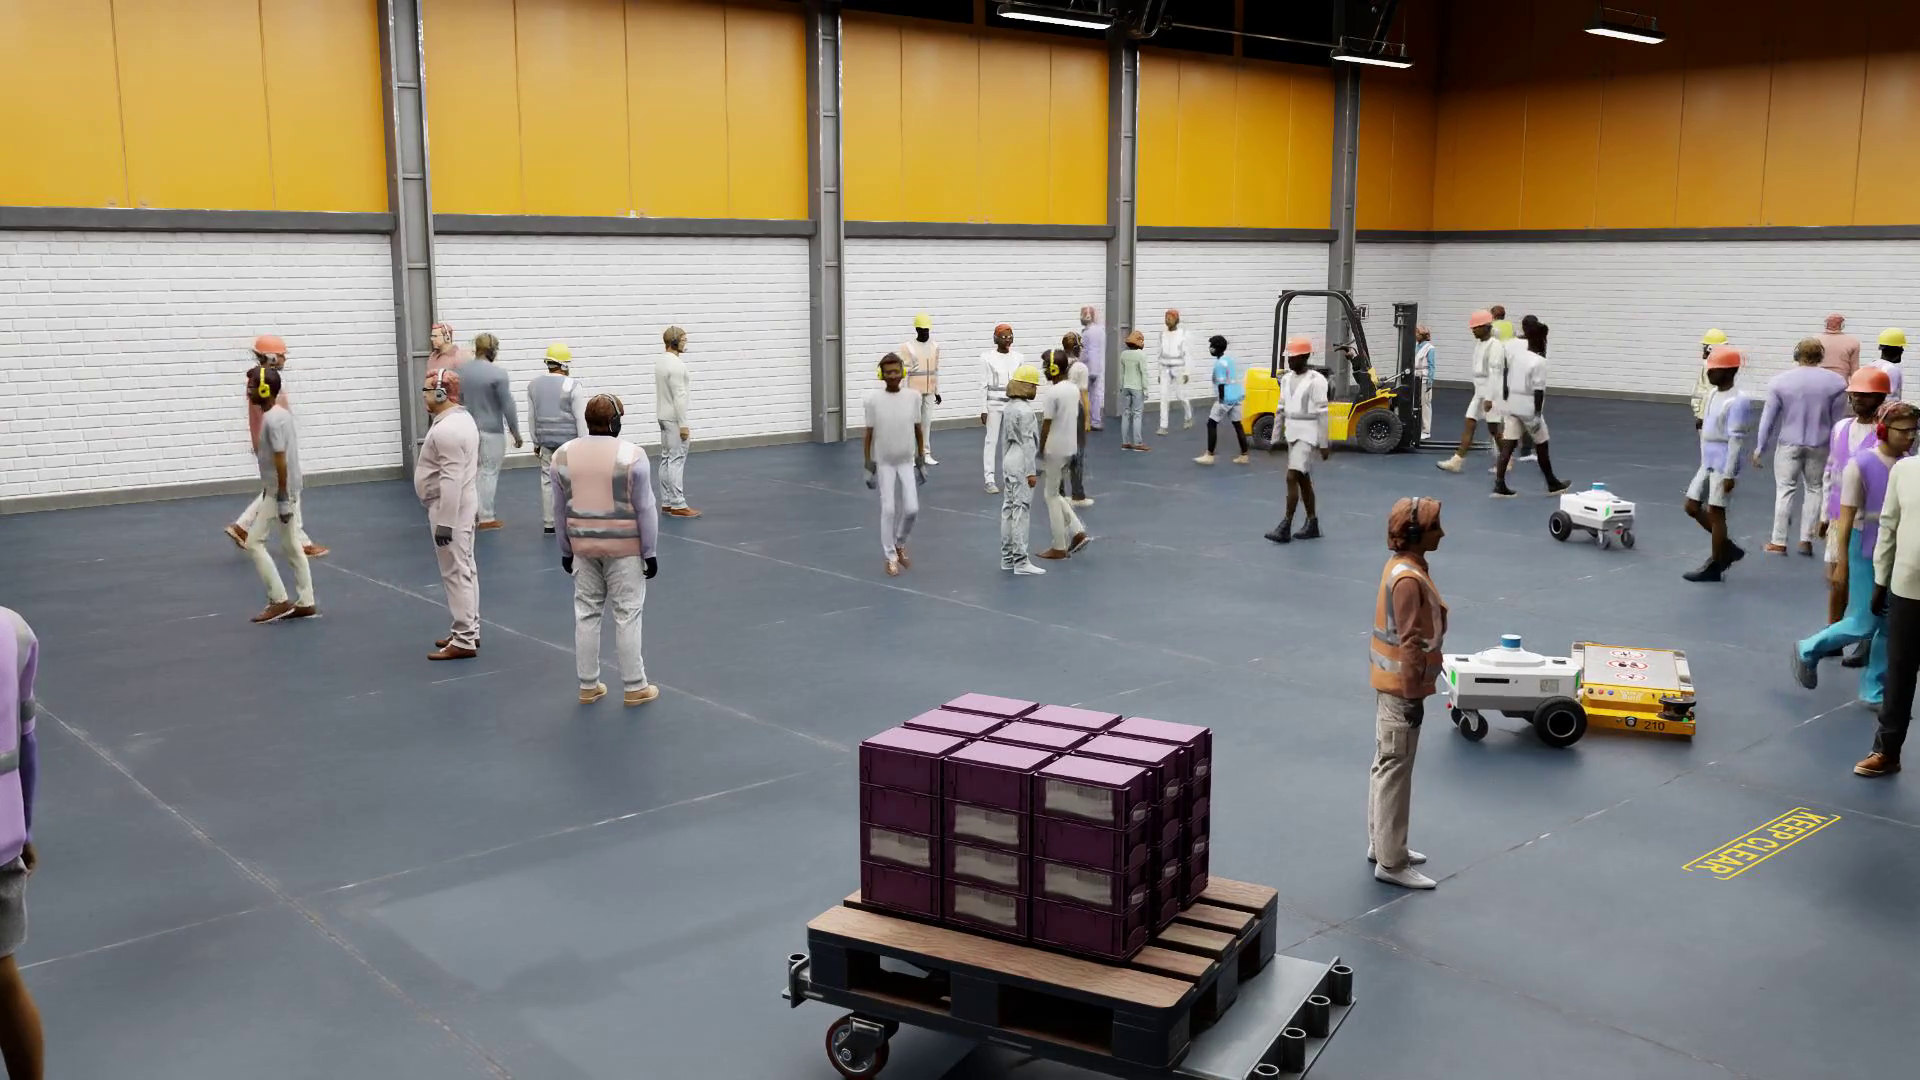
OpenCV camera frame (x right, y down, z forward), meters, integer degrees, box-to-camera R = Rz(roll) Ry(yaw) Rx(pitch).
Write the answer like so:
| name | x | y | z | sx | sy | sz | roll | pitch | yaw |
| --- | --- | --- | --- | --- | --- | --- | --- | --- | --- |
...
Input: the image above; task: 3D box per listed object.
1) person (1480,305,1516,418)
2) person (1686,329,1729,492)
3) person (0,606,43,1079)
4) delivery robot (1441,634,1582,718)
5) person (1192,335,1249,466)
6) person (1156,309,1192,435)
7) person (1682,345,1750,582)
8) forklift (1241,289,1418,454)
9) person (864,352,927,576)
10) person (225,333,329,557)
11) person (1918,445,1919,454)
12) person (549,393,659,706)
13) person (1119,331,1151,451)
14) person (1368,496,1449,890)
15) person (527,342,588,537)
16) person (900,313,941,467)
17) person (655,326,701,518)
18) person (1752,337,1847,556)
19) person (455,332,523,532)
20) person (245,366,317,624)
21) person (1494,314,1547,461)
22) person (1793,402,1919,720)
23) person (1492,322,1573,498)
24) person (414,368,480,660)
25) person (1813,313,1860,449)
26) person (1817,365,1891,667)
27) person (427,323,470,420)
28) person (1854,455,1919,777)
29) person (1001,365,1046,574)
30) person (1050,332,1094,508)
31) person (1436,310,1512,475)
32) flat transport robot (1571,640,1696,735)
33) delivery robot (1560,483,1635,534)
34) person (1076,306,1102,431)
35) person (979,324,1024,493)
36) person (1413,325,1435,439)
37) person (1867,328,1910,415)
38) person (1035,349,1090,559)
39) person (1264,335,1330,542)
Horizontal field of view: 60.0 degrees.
| name | x | y | z | sx | sy | sz | roll | pitch | yaw |
| --- | --- | --- | --- | --- | --- | --- | --- | --- | --- |
| person | 8.706 | -2.882 | 27.003 | 0.632 | 1.840 | 0.429 | -6 | 11 | -32 |
| person | 8.325 | -1.420 | 18.459 | 0.403 | 1.835 | 0.586 | 9 | 13 | 42 |
| person | -2.803 | 0.853 | 4.597 | 0.408 | 2.029 | 0.620 | 1 | 10 | 7 |
| delivery robot | 3.016 | 0.764 | 9.139 | 0.707 | 0.478 | 0.477 | 1 | 10 | 7 |
| person | 3.333 | -1.748 | 20.937 | 0.619 | 1.650 | 0.611 | 5 | 11 | 28 |
| person | 3.192 | -2.507 | 24.727 | 0.579 | 1.866 | 0.802 | 6 | 11 | 30 |
| person | 6.121 | -0.607 | 13.419 | 0.423 | 1.927 | 0.563 | 0 | 10 | 0 |
| forklift | 5.034 | -2.339 | 22.783 | 2.313 | 2.155 | 1.214 | 3 | 10 | 16 |
| person | -0.535 | -0.623 | 13.737 | 0.543 | 1.854 | 0.383 | -2 | 10 | -13 |
| person | -5.980 | -0.809 | 14.458 | 0.756 | 1.975 | 0.635 | -6 | 11 | -30 |
| person | 12.448 | -1.729 | 20.967 | 0.844 | 1.593 | 0.506 | -4 | 11 | -23 |
| person | -2.060 | 0.060 | 9.767 | 0.633 | 1.842 | 0.429 | 2 | 10 | 13 |
| person | 2.371 | -2.025 | 22.585 | 0.287 | 1.633 | 0.497 | -8 | 12 | -39 |
| person | 1.882 | 0.629 | 7.024 | 0.310 | 1.642 | 0.514 | 2 | 10 | 10 |
| person | -3.743 | -0.932 | 15.603 | 0.603 | 1.830 | 0.404 | 3 | 10 | 19 |
| person | -0.476 | -1.887 | 20.920 | 0.591 | 1.926 | 0.386 | -7 | 12 | -37 |
| person | -2.877 | -1.191 | 16.811 | 0.372 | 1.940 | 0.629 | -5 | 11 | -27 |
| person | 7.371 | -0.813 | 14.635 | 0.719 | 1.925 | 0.427 | 3 | 10 | 15 |
| person | -4.518 | -1.030 | 15.970 | 0.622 | 1.911 | 0.489 | 6 | 11 | 32 |
| person | -4.960 | -0.318 | 11.985 | 0.578 | 1.843 | 0.504 | -2 | 10 | -9 |
| person | 7.198 | -1.940 | 21.329 | 0.613 | 1.893 | 0.616 | -7 | 12 | -36 |
| person | 5.258 | 0.099 | 9.630 | 0.569 | 1.821 | 0.633 | -4 | 10 | -21 |
| person | 6.250 | -1.410 | 18.140 | 0.994 | 1.911 | 0.633 | -4 | 10 | -21 |
| person | -3.364 | -0.172 | 10.936 | 0.409 | 1.906 | 0.652 | -1 | 10 | -8 |
| person | 11.269 | -1.982 | 21.578 | 0.697 | 1.898 | 0.428 | 5 | 11 | 27 |
| person | 5.789 | -0.154 | 10.733 | 0.352 | 1.942 | 0.545 | -4 | 11 | -24 |
| person | -5.644 | -1.426 | 18.280 | 0.652 | 1.906 | 0.402 | 7 | 12 | 36 |
| person | 4.831 | 0.244 | 8.240 | 0.383 | 1.996 | 0.609 | -7 | 12 | -37 |
| person | 0.527 | -0.586 | 13.863 | 0.310 | 1.736 | 0.484 | -4 | 10 | -20 |
| person | 1.172 | -1.263 | 17.505 | 0.505 | 1.846 | 0.346 | 9 | 13 | 43 |
| person | 6.252 | -1.765 | 20.039 | 0.928 | 1.984 | 0.681 | -2 | 10 | -9 |
| flat transport robot | 3.933 | 0.844 | 9.774 | 0.652 | 0.197 | 1.431 | 4 | 10 | 20 |
| delivery robot | 5.843 | -0.281 | 15.254 | 0.477 | 0.478 | 0.707 | -3 | 10 | -17 |
| person | 1.806 | -2.557 | 24.976 | 0.721 | 1.886 | 0.656 | 1 | 10 | 7 |
| person | 0.475 | -1.464 | 18.579 | 0.576 | 1.882 | 0.355 | -5 | 11 | -29 |
| person | 6.661 | -2.274 | 24.019 | 0.315 | 1.641 | 0.515 | -4 | 10 | -20 |
| person | 9.170 | -1.143 | 16.559 | 0.384 | 1.928 | 0.588 | 0 | 10 | 2 |
| person | 0.835 | -0.731 | 14.406 | 0.398 | 1.847 | 0.513 | 5 | 11 | 28 |
| person | 3.043 | -0.930 | 15.352 | 0.830 | 1.906 | 0.567 | -5 | 11 | -26 |
